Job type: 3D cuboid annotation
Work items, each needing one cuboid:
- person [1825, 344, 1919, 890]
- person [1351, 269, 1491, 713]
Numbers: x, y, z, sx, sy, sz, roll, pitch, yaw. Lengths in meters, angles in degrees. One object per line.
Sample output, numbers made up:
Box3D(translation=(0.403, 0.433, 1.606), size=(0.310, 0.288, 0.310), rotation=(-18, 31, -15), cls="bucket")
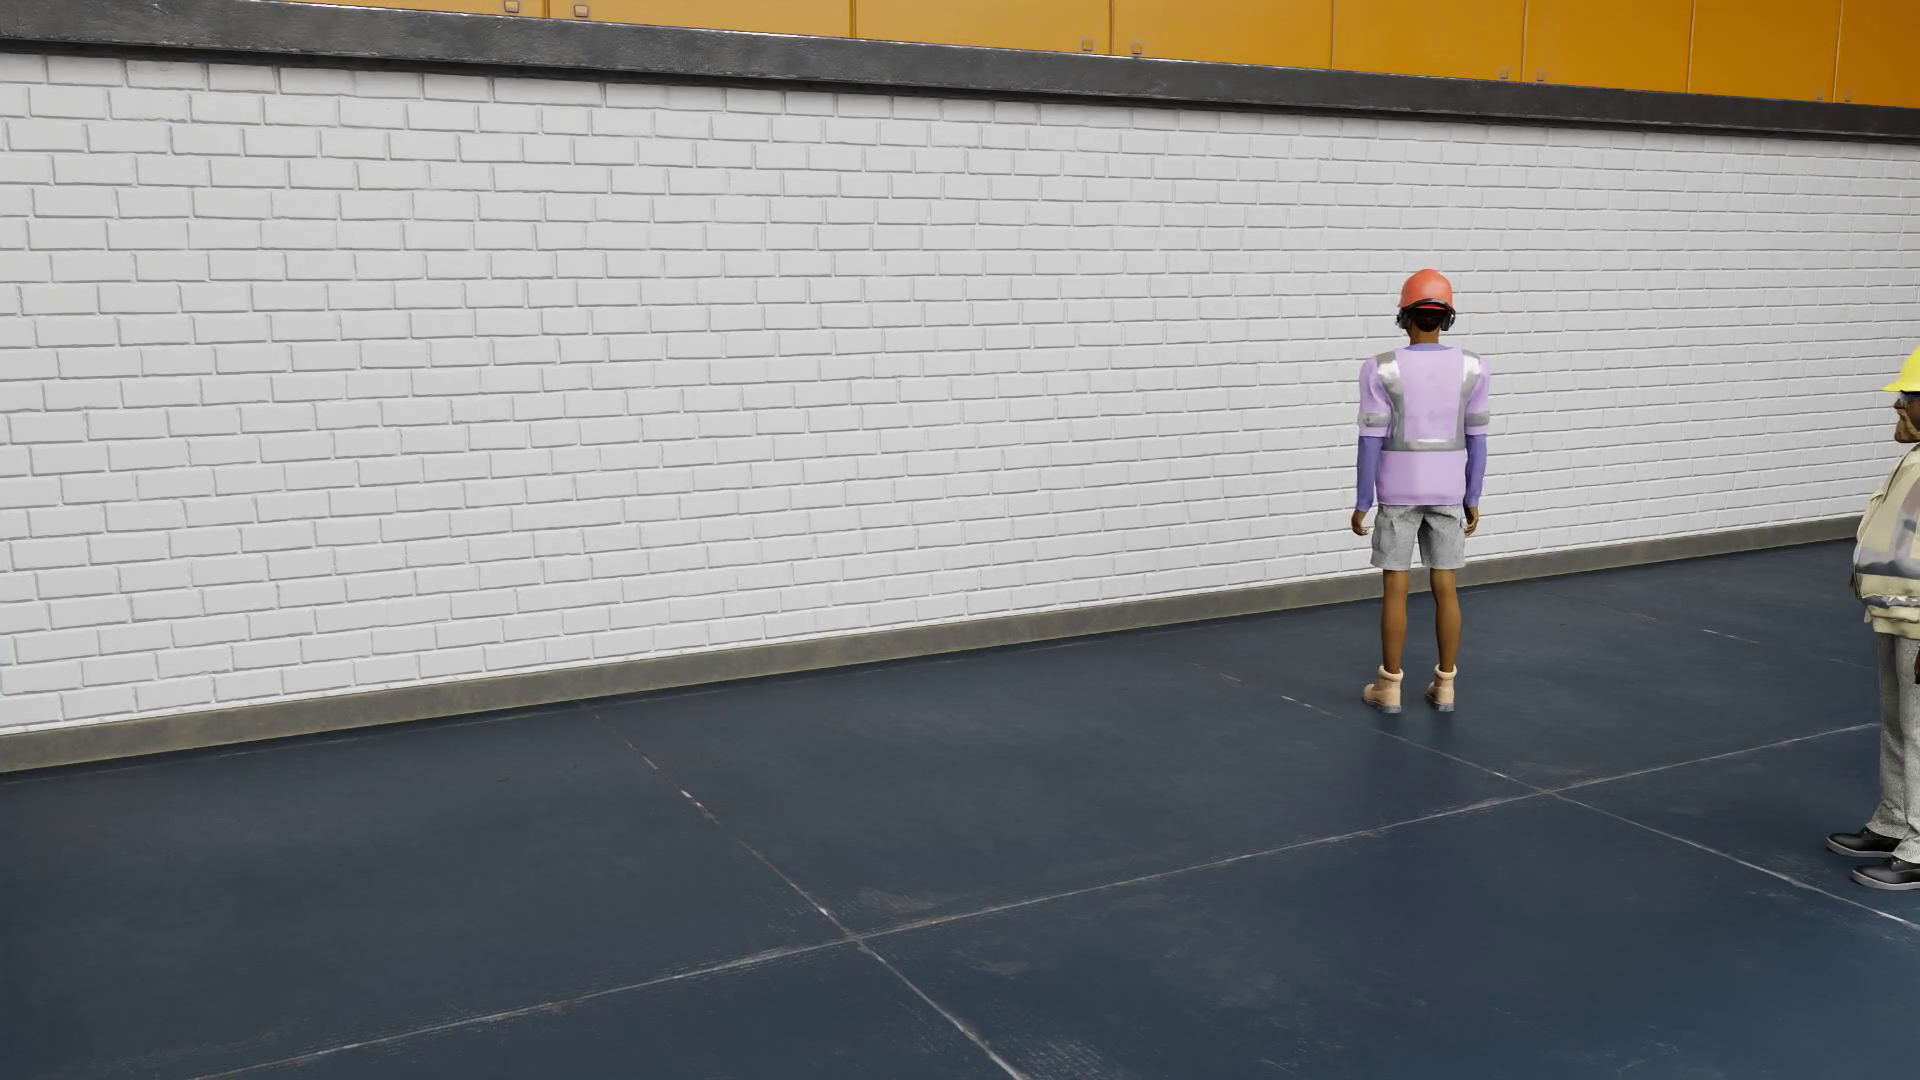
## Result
Box3D(translation=(3.208, 0.254, 5.580), size=(0.403, 1.833, 0.590), rotation=(3, 10, 14), cls="person")
Box3D(translation=(2.107, -0.215, 7.671), size=(0.605, 2.045, 0.377), rotation=(0, 10, -2), cls="person")
